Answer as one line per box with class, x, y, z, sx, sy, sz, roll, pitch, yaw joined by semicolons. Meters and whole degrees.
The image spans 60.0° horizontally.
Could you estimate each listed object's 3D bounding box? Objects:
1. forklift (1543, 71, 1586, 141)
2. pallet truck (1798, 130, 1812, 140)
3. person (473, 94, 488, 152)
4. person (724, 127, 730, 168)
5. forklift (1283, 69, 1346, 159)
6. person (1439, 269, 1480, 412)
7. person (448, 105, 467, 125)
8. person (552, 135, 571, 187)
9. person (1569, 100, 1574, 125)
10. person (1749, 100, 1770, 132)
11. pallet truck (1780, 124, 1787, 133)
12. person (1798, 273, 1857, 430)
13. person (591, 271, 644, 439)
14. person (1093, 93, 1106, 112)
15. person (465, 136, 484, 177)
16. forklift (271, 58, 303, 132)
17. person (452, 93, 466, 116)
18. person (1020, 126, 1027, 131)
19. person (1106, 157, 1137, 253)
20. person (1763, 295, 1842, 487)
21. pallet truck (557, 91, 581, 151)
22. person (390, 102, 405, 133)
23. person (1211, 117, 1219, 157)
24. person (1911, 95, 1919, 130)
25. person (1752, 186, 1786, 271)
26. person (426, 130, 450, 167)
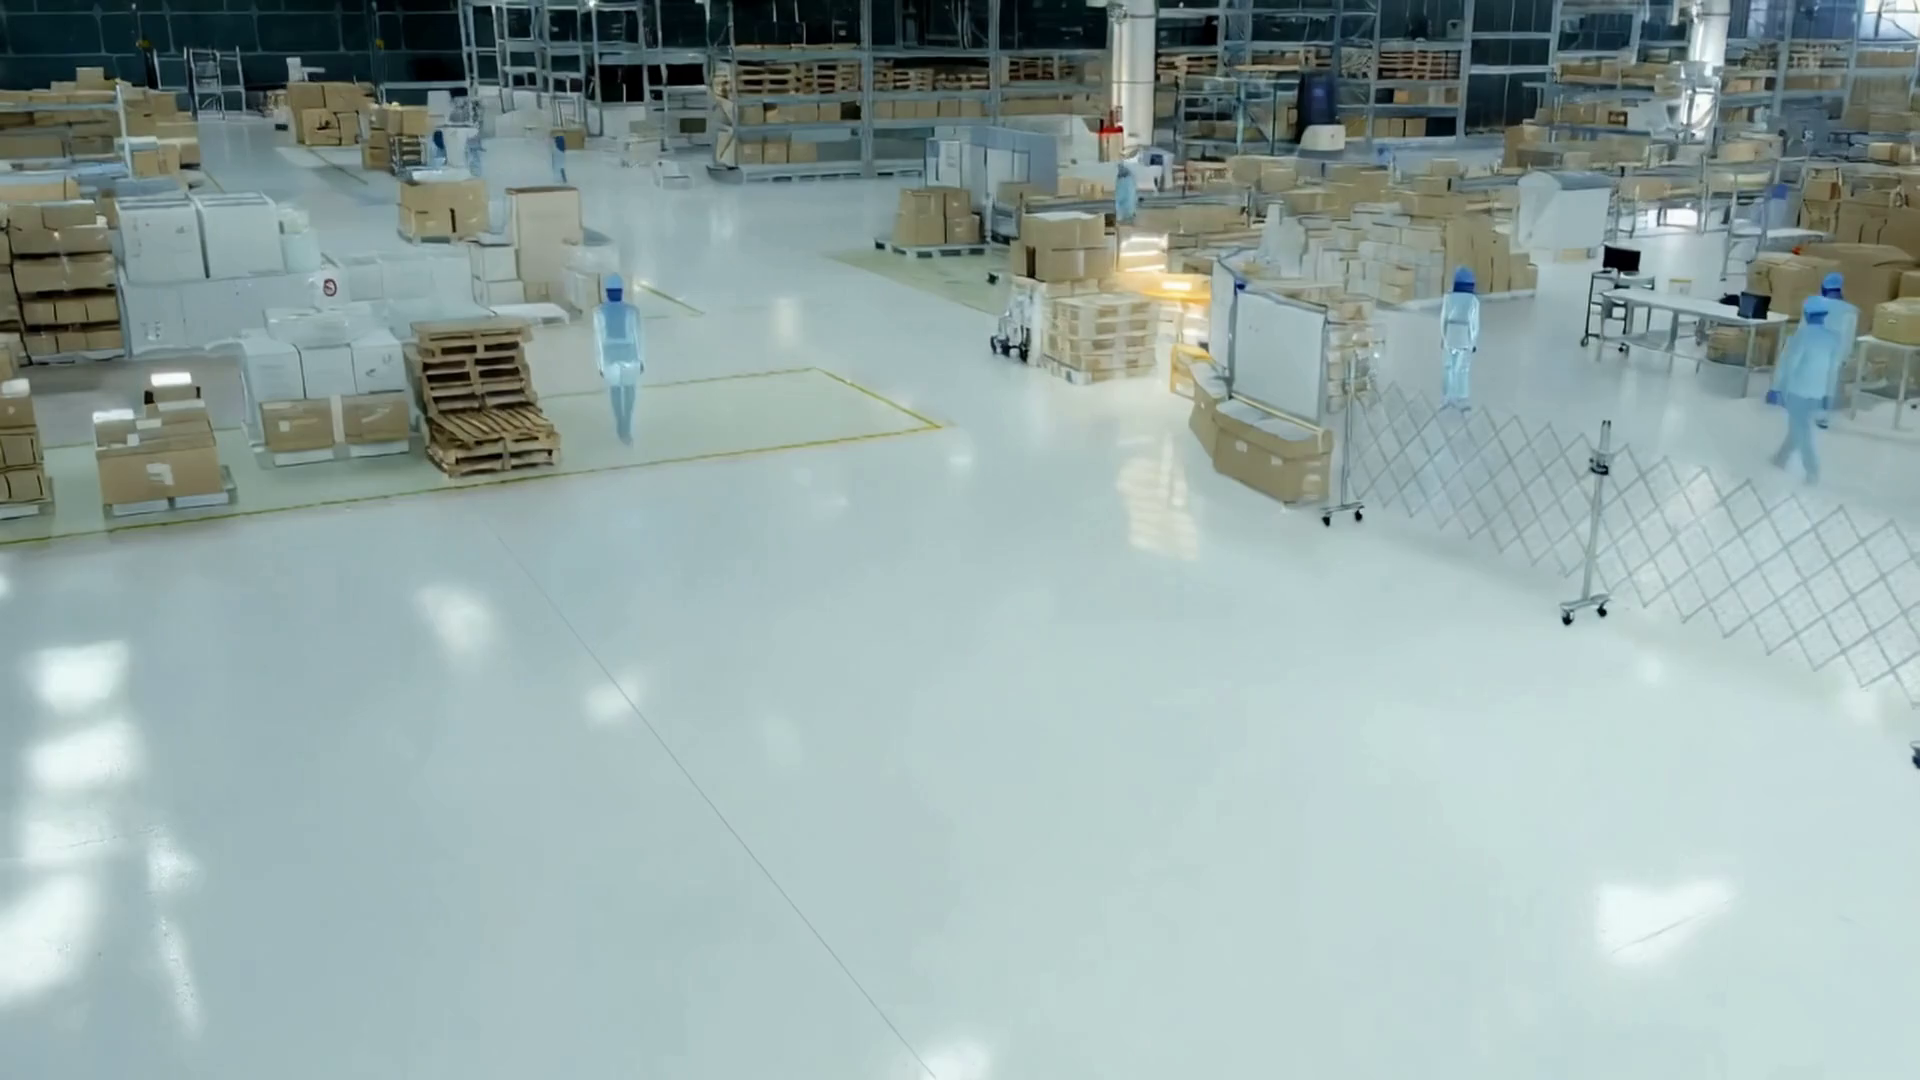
forklift;18.685;-13.231;52.085;1.873;2.768;1.129;-9;20;-26
pallet truck;25.526;-11.556;49.408;1.630;1.274;0.653;-9;20;-26
person;-16.311;-14.173;56.556;0.374;1.928;0.542;-1;18;-4
person;-6.936;-12.395;50.950;0.672;1.974;0.621;-8;19;-23
forklift;11.615;-13.871;54.079;1.129;2.768;1.873;-9;20;-27
person;6.087;-2.430;20.259;0.486;1.735;0.322;14;23;38
person;-15.360;-12.354;50.916;0.869;1.911;0.636;13;22;35
person;-9.191;-8.373;38.428;0.419;1.952;0.643;-10;20;-28
person;19.659;-13.292;53.897;0.814;1.874;0.647;-3;18;-10
person;26.746;-13.796;55.617;0.611;1.789;0.786;17;24;42
pallet truck;25.206;-12.542;52.601;1.601;1.201;0.680;0;18;-2
person;10.039;-2.183;19.350;0.599;1.828;0.403;5;19;16
person;-3.875;-2.073;18.847;0.556;1.922;0.723;-2;18;-6
person;5.615;-17.164;66.382;0.526;1.602;0.688;-9;20;-26
person;-12.365;-9.521;42.559;0.615;1.619;0.523;12;21;33
forklift;-26.312;-17.697;66.005;1.873;2.768;1.129;-13;22;-34
person;-18.631;-15.774;61.939;0.544;1.680;0.388;-12;21;-33
person;1.695;-10.472;45.445;0.552;1.648;0.843;13;22;34
person;3.215;-6.722;33.392;0.590;1.884;0.647;-7;19;-20
person;8.732;-1.546;17.164;0.614;1.948;1.018;-4;18;-11
pallet truck;-13.495;-14.412;57.188;0.823;1.965;1.885;-3;18;-9
person;-19.022;-13.972;56.303;0.321;1.695;0.529;12;21;33
person;7.309;-11.313;47.985;0.348;1.709;0.617;-1;18;-2
person;38.303;-17.178;66.262;0.910;1.724;0.534;-9;20;-25
person;15.120;-5.811;31.043;0.834;1.576;0.524;-11;21;-31
person;-12.966;-9.212;41.192;0.985;1.874;0.604;10;20;28
